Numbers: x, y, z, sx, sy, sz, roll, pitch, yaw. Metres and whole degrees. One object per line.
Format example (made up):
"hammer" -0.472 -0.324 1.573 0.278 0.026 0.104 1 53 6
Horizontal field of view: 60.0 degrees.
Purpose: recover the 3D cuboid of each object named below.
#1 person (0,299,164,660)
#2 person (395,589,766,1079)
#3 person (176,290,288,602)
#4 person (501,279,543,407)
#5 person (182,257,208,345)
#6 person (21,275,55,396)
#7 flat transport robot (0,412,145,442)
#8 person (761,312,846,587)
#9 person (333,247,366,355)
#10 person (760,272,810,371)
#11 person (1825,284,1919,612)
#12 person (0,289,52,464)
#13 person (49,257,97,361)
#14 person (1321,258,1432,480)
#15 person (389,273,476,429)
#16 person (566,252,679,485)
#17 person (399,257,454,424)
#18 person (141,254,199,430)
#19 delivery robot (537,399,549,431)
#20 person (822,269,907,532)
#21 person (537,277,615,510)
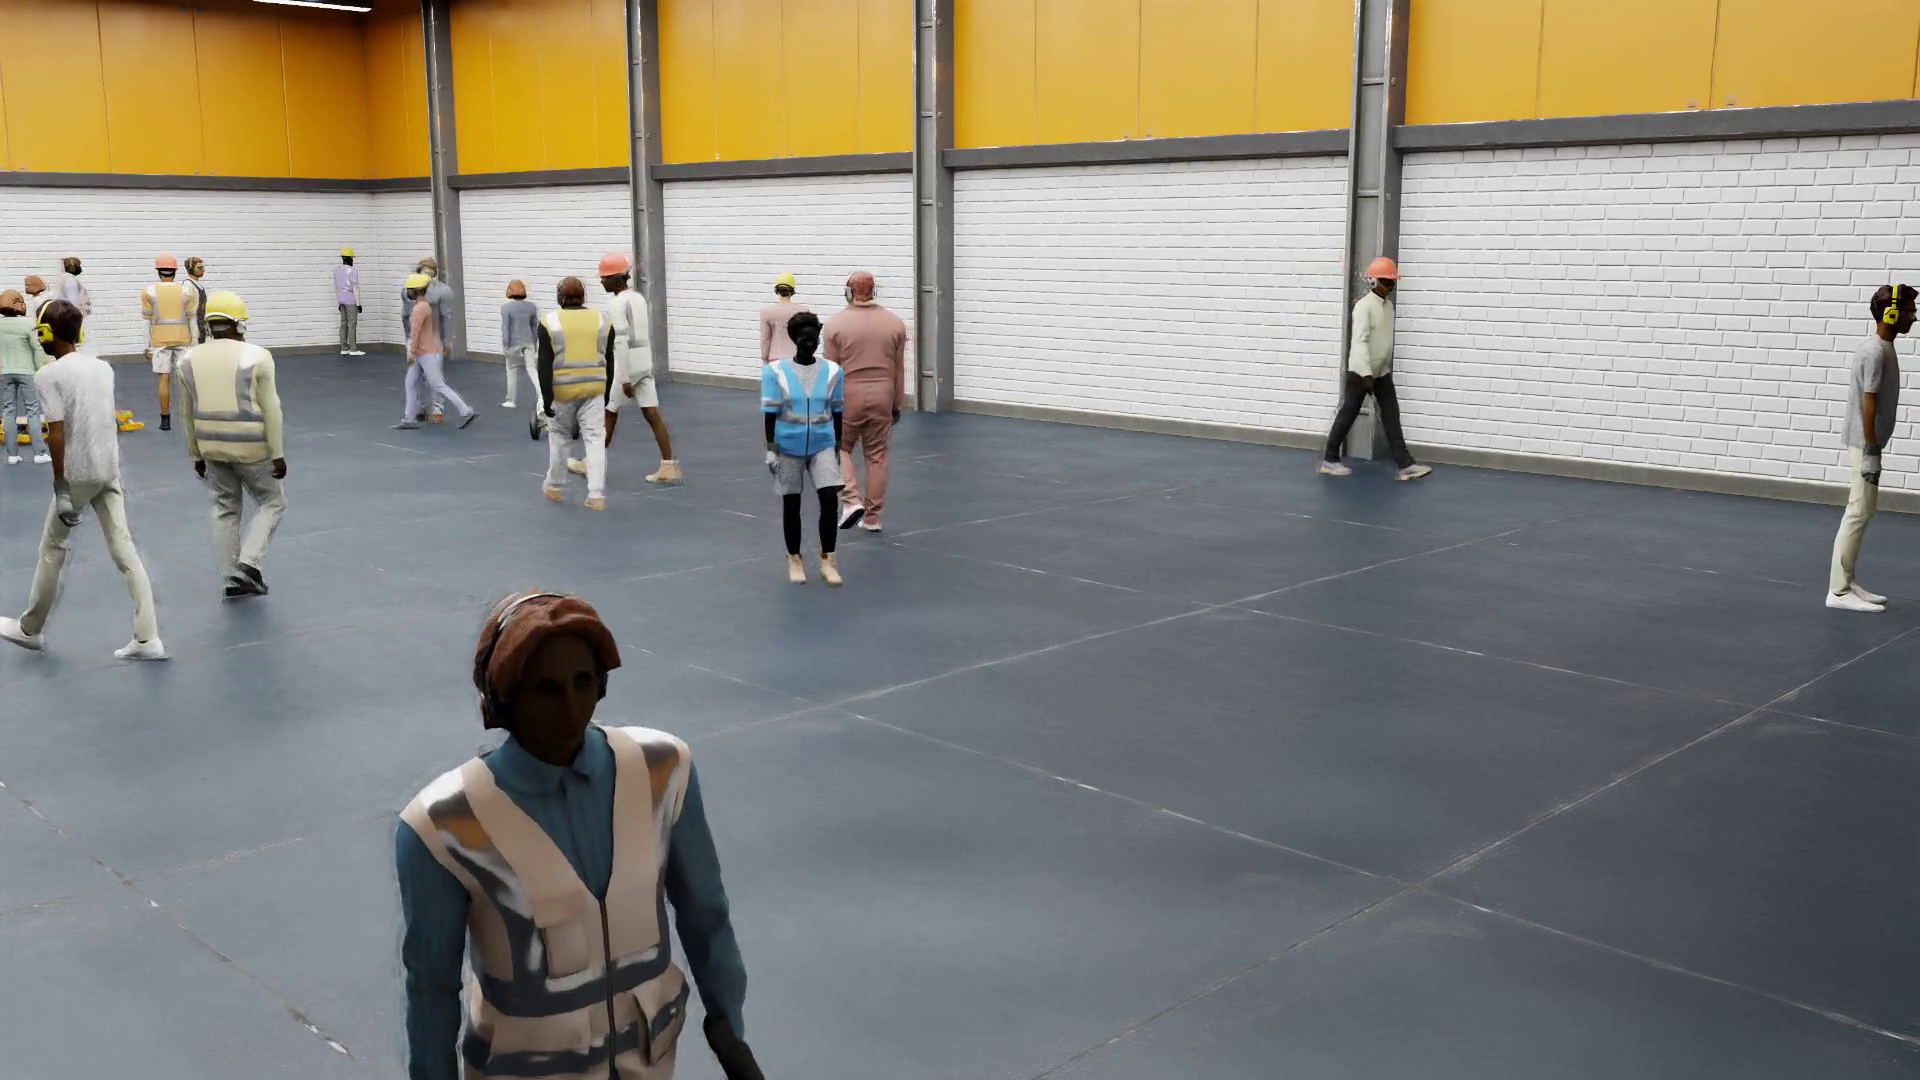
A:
"person" -4.463 -0.292 8.370 1.008 1.806 0.507 4 11 20
"person" -0.637 0.851 2.704 0.520 1.601 0.839 -9 14 -41
"person" -4.208 -0.536 9.674 0.616 1.812 0.417 1 10 7
"person" -5.393 -2.409 20.474 0.513 1.606 0.776 -9 14 -41
"person" -10.150 -2.839 22.161 0.345 1.846 0.508 -3 11 -14
"person" -12.165 -2.719 22.128 0.649 1.612 0.515 -6 12 -29
"flat transport robot" -9.501 -1.224 17.649 0.652 0.197 1.431 5 12 25
"person" -0.933 -0.532 10.052 0.540 1.678 0.578 -3 11 -16
"person" -10.891 -4.248 29.652 0.585 1.920 0.391 7 12 33
"person" -1.748 -1.810 16.765 0.525 1.769 0.316 -1 10 -3
"person" 5.202 -0.518 9.491 0.318 1.856 0.518 7 12 32
"person" -8.806 -1.523 15.560 0.497 1.633 0.279 -1 10 -5
"person" -13.635 -3.437 25.517 0.861 1.812 0.632 -8 13 -38
"person" 3.630 -1.490 14.566 0.643 1.934 1.043 -10 14 -44
"person" -5.815 -2.061 18.251 0.890 1.724 0.518 -3 11 -15
"person" -2.909 -1.461 14.255 1.078 1.973 0.630 3 11 18
"person" -6.020 -2.247 18.801 0.710 1.895 0.479 2 11 13
"person" -8.679 -2.174 18.307 0.546 1.931 0.385 -6 12 -30
"delivery robot" -4.250 -1.405 17.606 0.477 0.478 0.707 -1 10 -3
"person" -0.705 -0.988 11.958 0.644 1.894 0.421 -4 11 -20
"person" -3.059 -1.166 13.154 0.640 1.803 0.917 -6 12 -28
